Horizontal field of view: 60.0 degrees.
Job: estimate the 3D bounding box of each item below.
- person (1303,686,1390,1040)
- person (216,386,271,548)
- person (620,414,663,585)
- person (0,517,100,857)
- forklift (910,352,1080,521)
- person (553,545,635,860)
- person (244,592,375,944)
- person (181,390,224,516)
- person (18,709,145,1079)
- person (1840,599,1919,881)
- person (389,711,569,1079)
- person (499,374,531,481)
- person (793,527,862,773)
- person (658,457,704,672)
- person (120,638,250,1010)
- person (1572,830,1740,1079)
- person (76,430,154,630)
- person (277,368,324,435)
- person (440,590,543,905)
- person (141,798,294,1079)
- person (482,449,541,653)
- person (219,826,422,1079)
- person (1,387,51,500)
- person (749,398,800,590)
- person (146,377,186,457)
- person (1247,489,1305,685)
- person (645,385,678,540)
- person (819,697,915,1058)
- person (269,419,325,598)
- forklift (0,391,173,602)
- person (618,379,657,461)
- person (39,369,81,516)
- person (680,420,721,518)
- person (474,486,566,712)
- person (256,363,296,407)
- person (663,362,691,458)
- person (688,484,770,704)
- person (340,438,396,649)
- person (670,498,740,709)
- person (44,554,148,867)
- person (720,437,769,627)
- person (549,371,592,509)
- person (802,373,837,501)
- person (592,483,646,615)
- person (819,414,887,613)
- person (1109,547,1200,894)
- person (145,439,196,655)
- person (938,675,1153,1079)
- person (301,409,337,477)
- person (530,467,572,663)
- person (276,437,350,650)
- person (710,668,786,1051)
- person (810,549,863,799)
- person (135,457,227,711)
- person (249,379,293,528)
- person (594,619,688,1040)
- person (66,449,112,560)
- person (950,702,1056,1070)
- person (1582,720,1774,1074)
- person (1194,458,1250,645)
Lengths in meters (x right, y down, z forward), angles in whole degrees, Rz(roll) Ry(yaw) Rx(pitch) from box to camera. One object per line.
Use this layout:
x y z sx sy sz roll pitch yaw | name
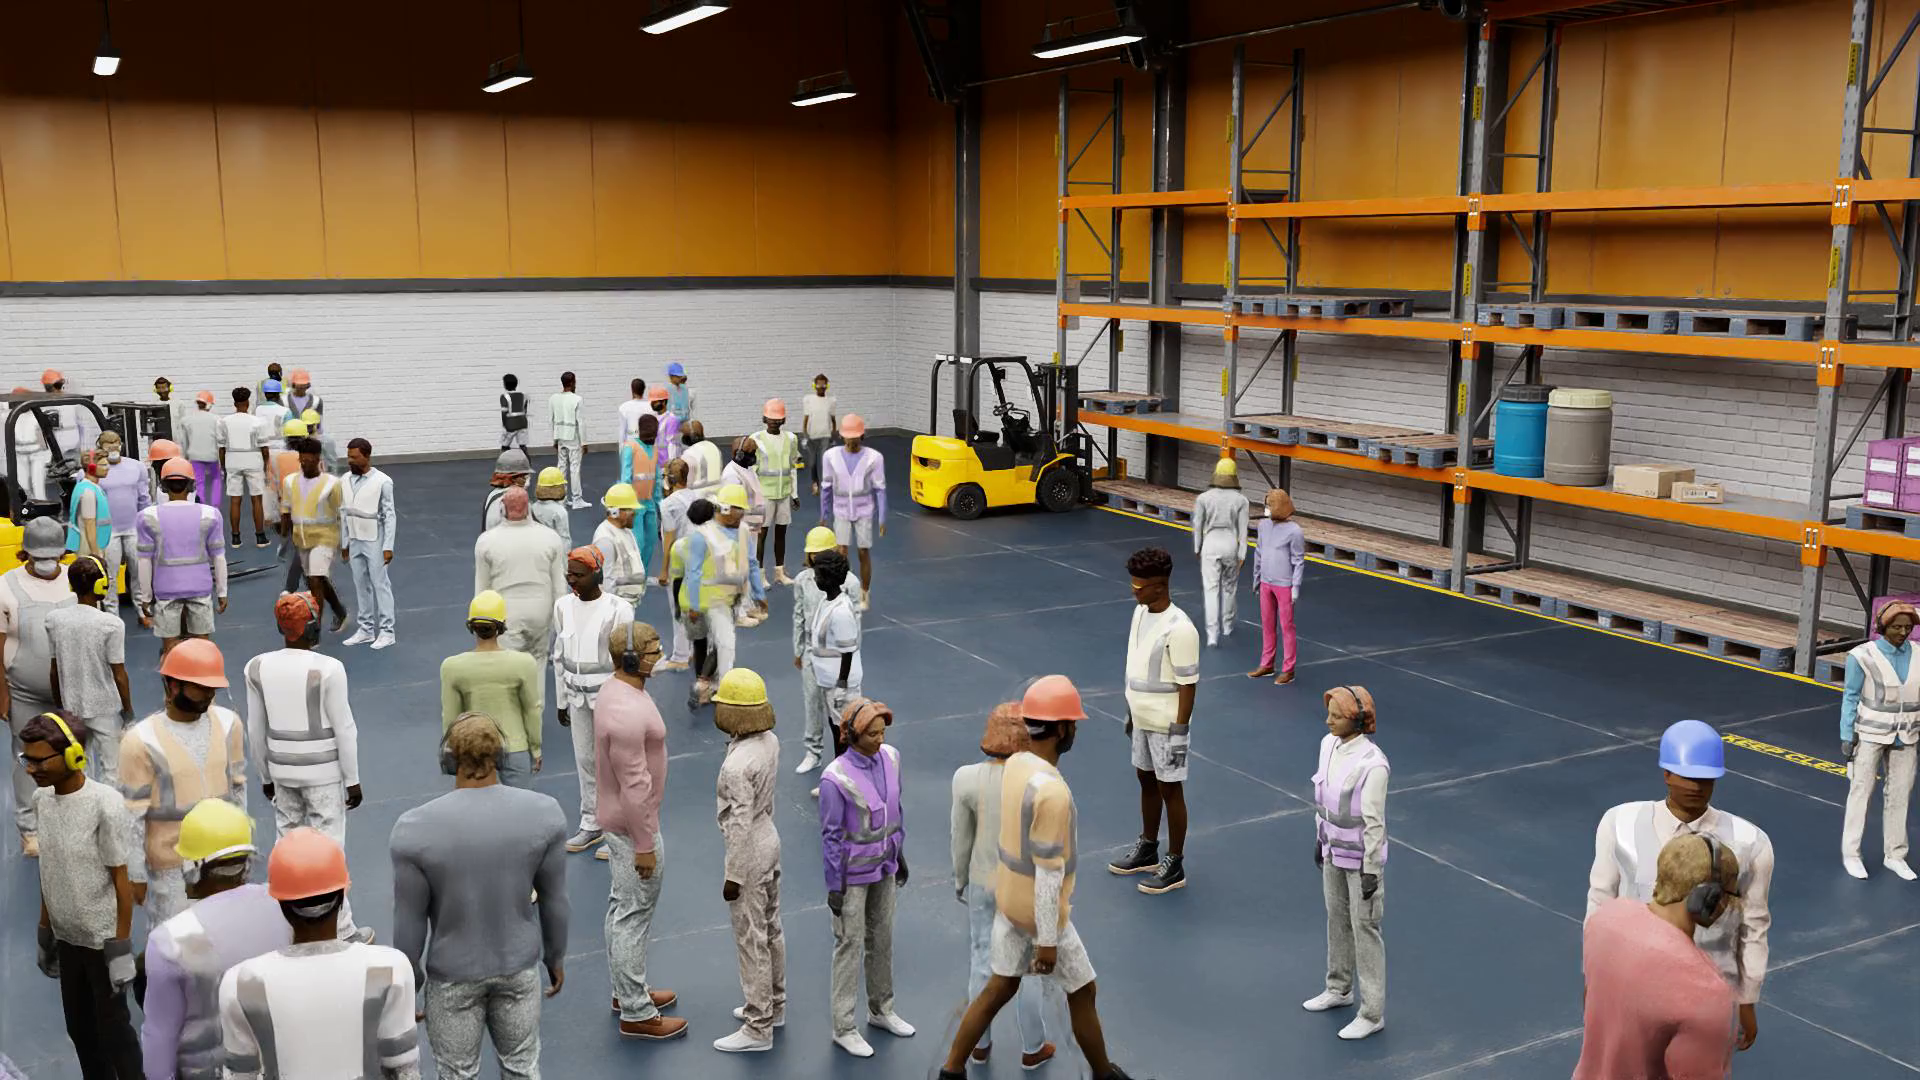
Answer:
1.794 1.460 7.646 0.318 1.630 0.513 -3 10 -17 | person
-8.676 -0.883 20.190 0.607 1.957 0.380 -1 10 -8 | person
-3.389 -0.381 17.545 0.365 1.880 0.701 4 11 22 | person
-5.416 0.850 9.968 0.535 2.000 0.673 8 13 38 | person
0.460 -1.461 22.833 2.313 2.155 1.214 -5 11 -28 | forklift
-2.162 0.953 9.863 0.568 1.878 0.351 5 11 25 | person
-3.305 1.195 8.440 0.572 1.883 0.355 2 10 13 | person
-10.130 -1.137 22.317 0.579 1.727 0.515 -2 10 -11 | person
-3.393 1.559 6.438 0.526 1.857 0.347 5 11 27 | person
5.282 1.136 9.507 0.524 1.631 0.318 0 10 -2 | person
-1.749 1.577 6.114 0.636 1.931 0.377 -5 11 -27 | person
-6.969 -1.751 25.933 0.631 1.676 0.563 9 13 41 | person
-0.910 0.761 11.368 0.495 1.735 0.340 3 10 19 | person
-2.389 0.207 14.240 0.345 1.845 0.508 5 11 29 | person
-3.475 1.359 7.433 0.684 1.910 0.552 7 12 37 | person
1.970 1.779 5.007 0.561 1.914 0.835 -2 10 -10 | person
-7.930 -0.079 15.660 0.636 1.928 0.376 -10 14 -44 | person
-9.081 -1.384 22.961 0.610 2.009 0.930 -4 11 -21 | person
-2.534 1.147 9.051 0.523 1.769 0.313 -2 10 -10 | person
-2.366 1.747 5.497 0.726 1.805 0.594 5 11 27 | person
-3.534 0.269 13.314 0.535 2.000 0.688 -4 11 -24 | person
-1.845 1.812 4.854 0.548 1.911 0.816 -4 11 -21 | person
-12.012 -1.056 21.472 0.580 1.865 0.485 -2 10 -10 | person
-1.964 -0.489 17.683 0.609 2.040 0.395 -7 12 -36 | person
-10.924 -1.318 22.947 0.526 1.869 0.315 -4 11 -23 | person
2.634 0.382 13.834 0.279 1.631 0.504 -7 12 -35 | person
-3.712 -0.966 20.738 0.386 1.931 0.543 -7 12 -36 | person
-0.433 1.493 7.449 0.321 1.631 0.527 7 12 35 | person
-6.765 -0.289 16.975 0.579 1.892 0.961 2 10 12 | person
-9.026 -0.363 16.508 1.214 2.155 2.313 6 11 29 | forklift
-4.327 -1.226 22.383 0.594 1.879 0.902 -4 11 -21 | person
-11.976 -1.275 22.276 0.642 2.025 0.606 4 11 22 | person
-2.738 -0.364 17.601 0.437 1.826 0.650 4 11 21 | person
-3.212 0.543 12.197 0.655 1.885 0.746 -4 11 -21 | person
-10.778 -1.878 26.271 0.620 1.838 0.430 -3 10 -19 | person
-4.262 -1.702 24.951 0.472 1.926 0.627 7 12 34 | person
-1.788 0.458 12.961 0.770 1.780 0.610 6 12 33 | person
-5.369 0.022 15.091 0.597 1.916 0.378 5 11 26 | person
-2.006 0.520 12.903 0.538 1.672 0.666 2 10 11 | person
-4.989 1.008 9.592 0.512 1.861 0.325 1 10 8 | person
-2.075 -0.081 15.952 0.429 1.830 0.639 1 10 7 | person
-5.463 -1.393 23.237 0.599 1.916 0.377 5 11 26 | person
-2.039 -1.502 24.080 0.522 1.850 0.796 -1 10 -6 | person
-2.620 0.468 12.813 0.403 1.821 0.601 1 10 3 | person
-1.060 -0.246 16.395 0.711 2.003 0.666 1 10 5 | person
1.098 1.000 9.346 0.392 1.958 0.605 -4 11 -21 | person
-7.002 0.063 14.829 0.389 1.930 0.544 0 10 -2 | person
0.310 1.483 6.826 1.011 1.882 0.548 -3 10 -18 | person
-7.616 -0.691 19.683 0.532 1.747 0.611 0 10 -2 | person
-3.507 0.236 14.358 0.484 1.745 0.307 8 12 38 | person
-5.896 -0.011 15.285 0.605 1.926 0.991 3 10 15 | person
-0.966 1.428 7.497 0.295 1.743 0.493 2 10 10 | person
-0.792 0.897 10.676 0.322 1.699 0.536 -3 10 -15 | person
-5.939 0.379 12.731 0.612 2.029 0.407 -6 11 -29 | person
-8.863 -1.107 21.538 0.605 1.939 0.415 2 10 13 | person
-1.481 1.310 7.618 0.372 1.940 0.630 -3 10 -16 | person
-7.794 0.096 14.935 0.407 1.832 0.576 -5 11 -24 | person
0.210 1.516 7.311 0.507 1.630 0.268 3 10 16 | person
2.556 1.587 5.982 0.612 1.950 0.377 5 11 24 | person
2.399 0.099 15.284 0.495 1.698 0.890 1 10 7 | person
